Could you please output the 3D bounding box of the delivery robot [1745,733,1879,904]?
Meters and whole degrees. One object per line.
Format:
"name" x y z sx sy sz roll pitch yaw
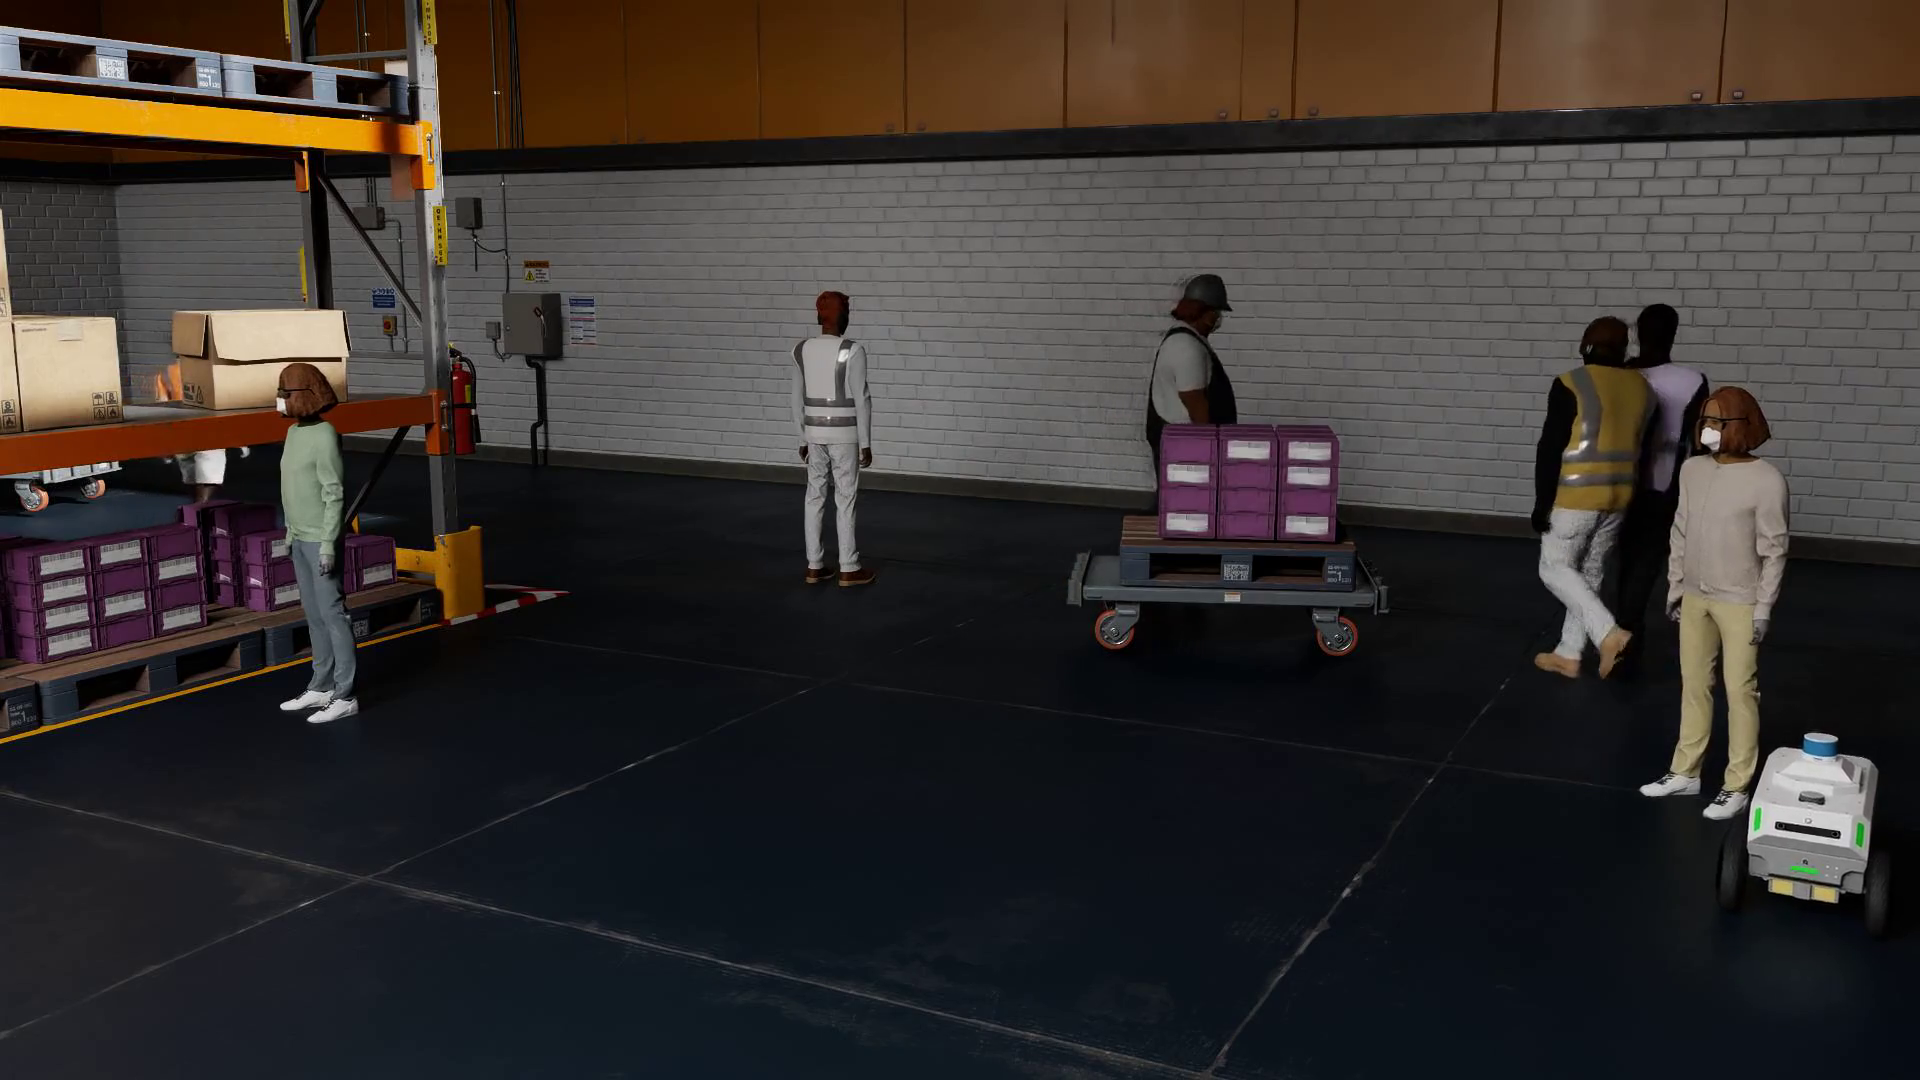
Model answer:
"delivery robot" 2.796 0.874 5.438 0.477 0.478 0.707 6 11 30

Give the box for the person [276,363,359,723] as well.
"person" -2.954 0.010 7.594 0.281 1.633 0.500 -9 13 -42

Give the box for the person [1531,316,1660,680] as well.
"person" 3.144 -0.182 8.178 0.645 1.821 0.612 -4 11 -22

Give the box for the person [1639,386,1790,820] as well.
"person" 2.875 0.235 6.293 0.282 1.633 0.501 -4 11 -22

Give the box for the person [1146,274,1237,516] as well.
"person" 1.437 -0.622 10.077 0.695 2.000 0.688 2 10 13

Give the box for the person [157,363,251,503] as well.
"person" -5.158 -0.671 11.440 0.538 1.658 0.832 2 10 9

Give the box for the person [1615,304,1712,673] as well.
"person" 3.500 -0.260 8.536 0.601 1.895 0.942 9 14 43

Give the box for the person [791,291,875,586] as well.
"person" -0.806 -0.643 10.655 0.579 1.883 0.352 6 11 29
